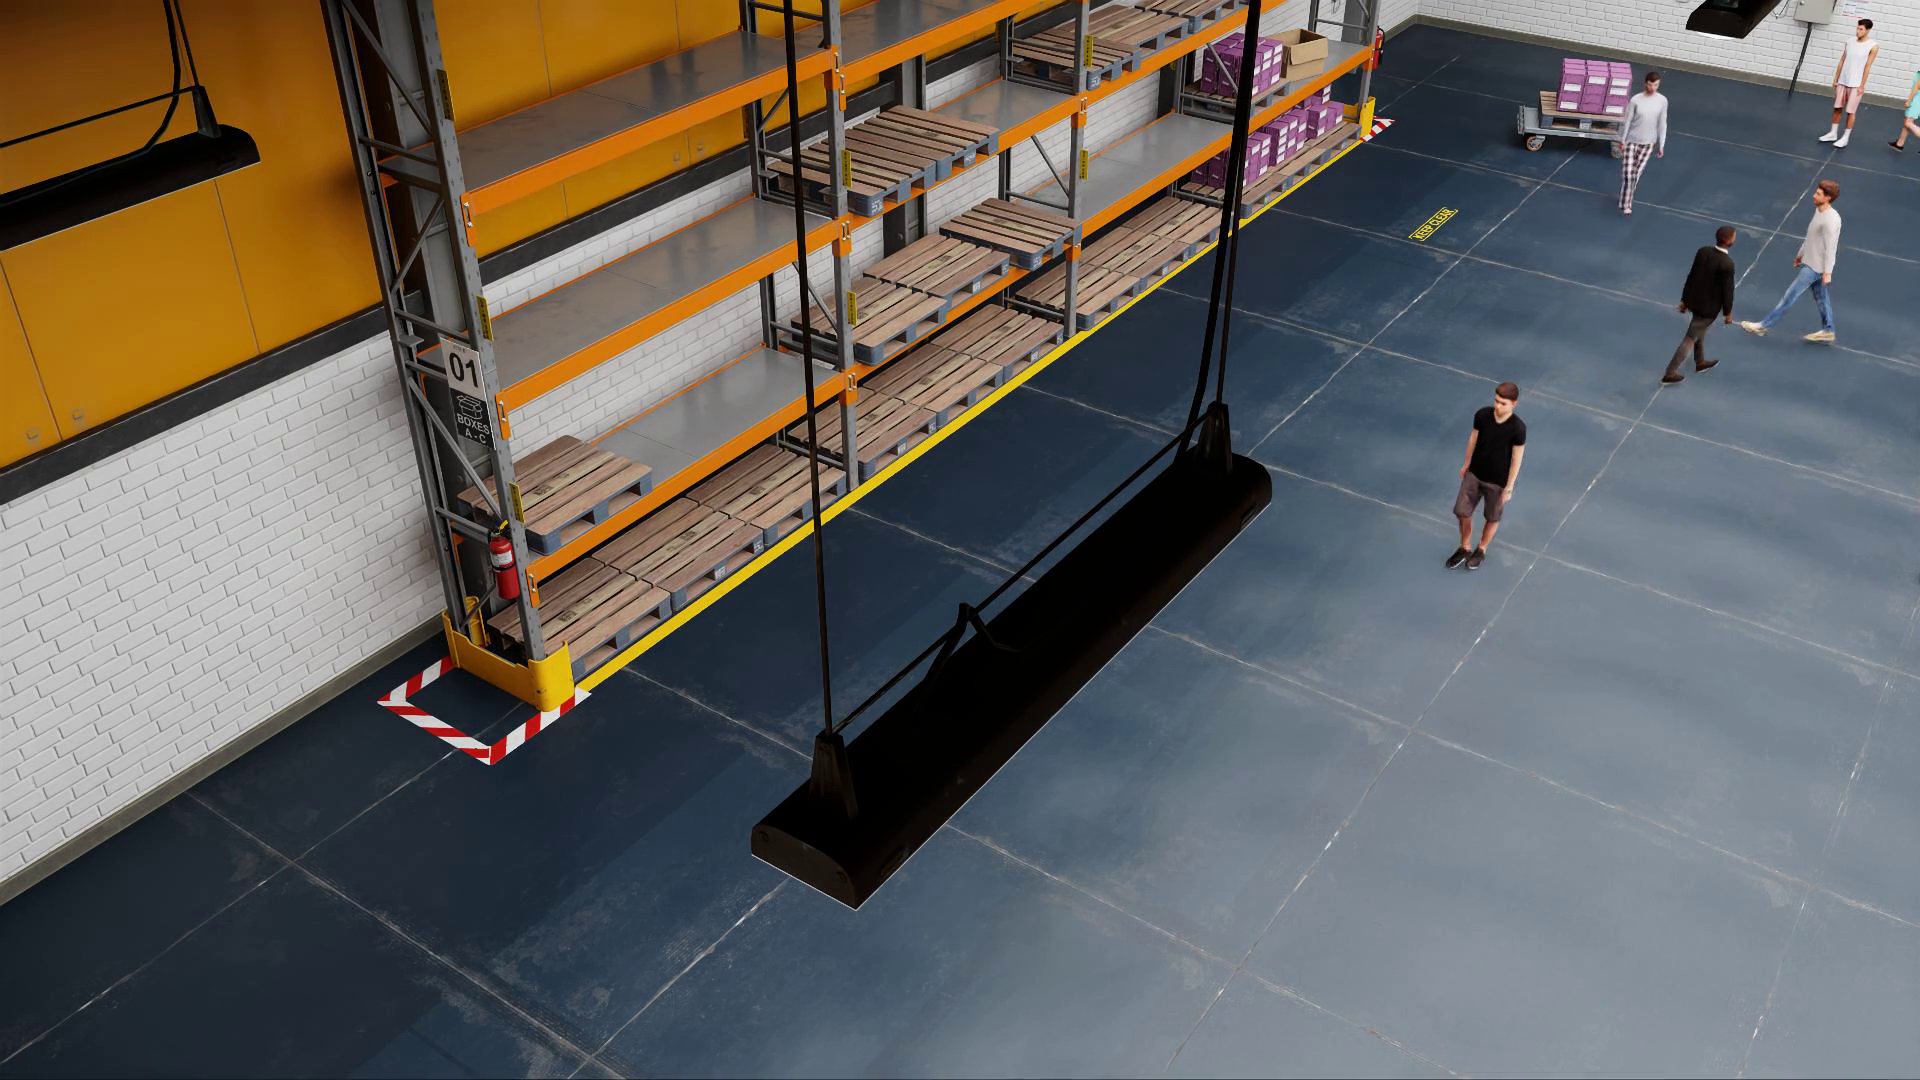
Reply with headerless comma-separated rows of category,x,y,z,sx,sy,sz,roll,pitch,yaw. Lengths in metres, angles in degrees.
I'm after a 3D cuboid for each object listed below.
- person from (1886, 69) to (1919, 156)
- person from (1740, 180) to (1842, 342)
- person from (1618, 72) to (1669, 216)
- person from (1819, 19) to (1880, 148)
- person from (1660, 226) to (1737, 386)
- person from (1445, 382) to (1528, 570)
person,13.442,-6.125,23.185,0.935,1.543,0.880,-20,39,-28
person,9.446,-2.973,18.178,1.033,1.836,1.272,8,34,12
person,8.777,-5.158,21.493,0.991,1.805,1.224,4,34,6
person,12.616,-6.471,23.493,0.739,1.778,0.740,-17,37,-24
person,7.696,-2.411,17.391,1.129,1.771,1.027,-9,35,-14
person,4.698,-0.594,14.584,0.748,1.852,0.728,27,42,35
